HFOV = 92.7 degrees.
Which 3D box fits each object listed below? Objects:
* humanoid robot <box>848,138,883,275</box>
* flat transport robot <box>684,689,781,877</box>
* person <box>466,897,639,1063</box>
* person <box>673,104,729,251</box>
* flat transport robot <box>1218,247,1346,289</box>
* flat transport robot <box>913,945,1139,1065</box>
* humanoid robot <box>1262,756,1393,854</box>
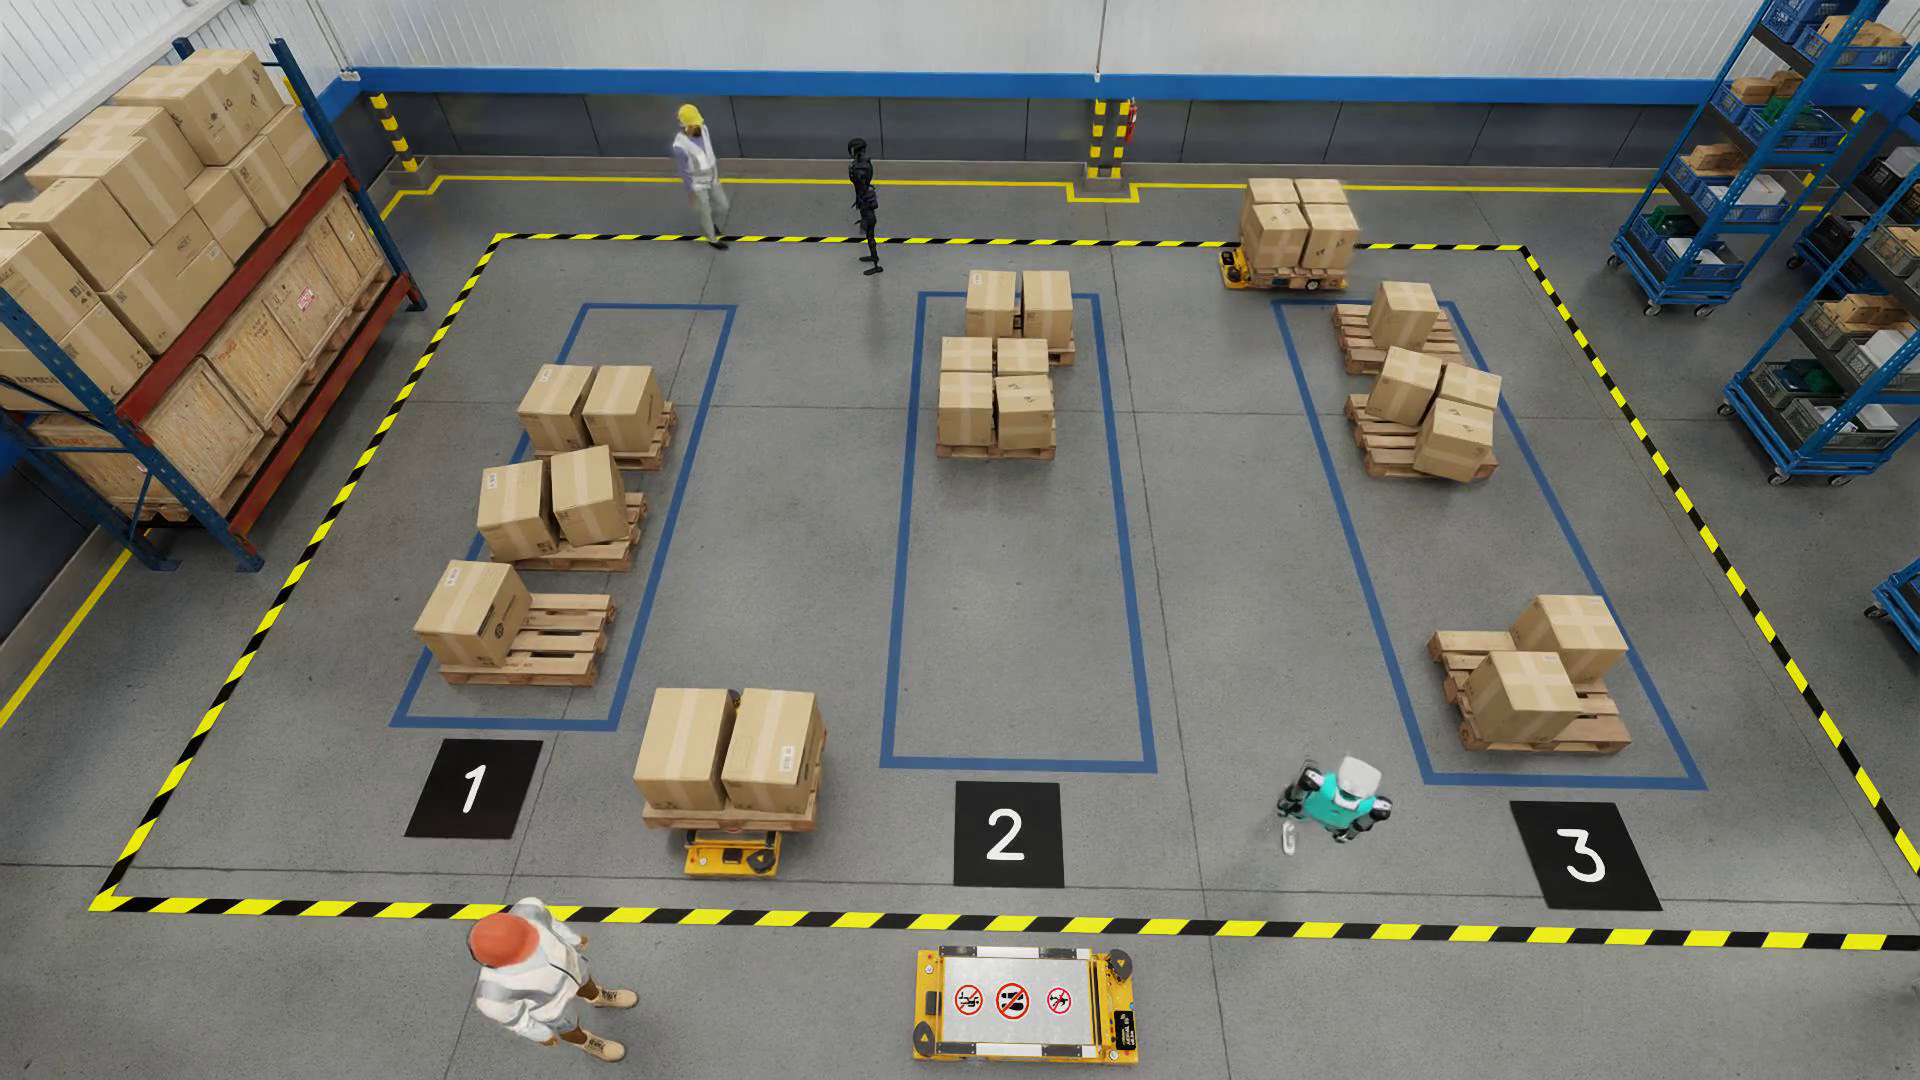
[{"bbox_3d":[-1.121,-3.908,10.755,0.315,1.655,0.599,-8,51,-7],"label":"humanoid robot"},{"bbox_3d":[-1.639,1.814,6.989,0.652,0.197,1.431,1,51,1],"label":"flat transport robot"},{"bbox_3d":[-2.310,2.546,5.267,0.373,2.040,0.613,3,51,2],"label":"person"},{"bbox_3d":[-3.092,-4.331,11.014,0.426,1.821,0.593,23,54,17],"label":"person"},{"bbox_3d":[3.936,-3.346,11.195,1.431,0.197,0.652,1,51,1],"label":"flat transport robot"},{"bbox_3d":[0.422,3.041,6.007,1.431,0.231,0.659,1,51,1],"label":"flat transport robot"},{"bbox_3d":[2.426,1.735,6.153,0.536,1.811,0.815,21,54,16],"label":"humanoid robot"}]
